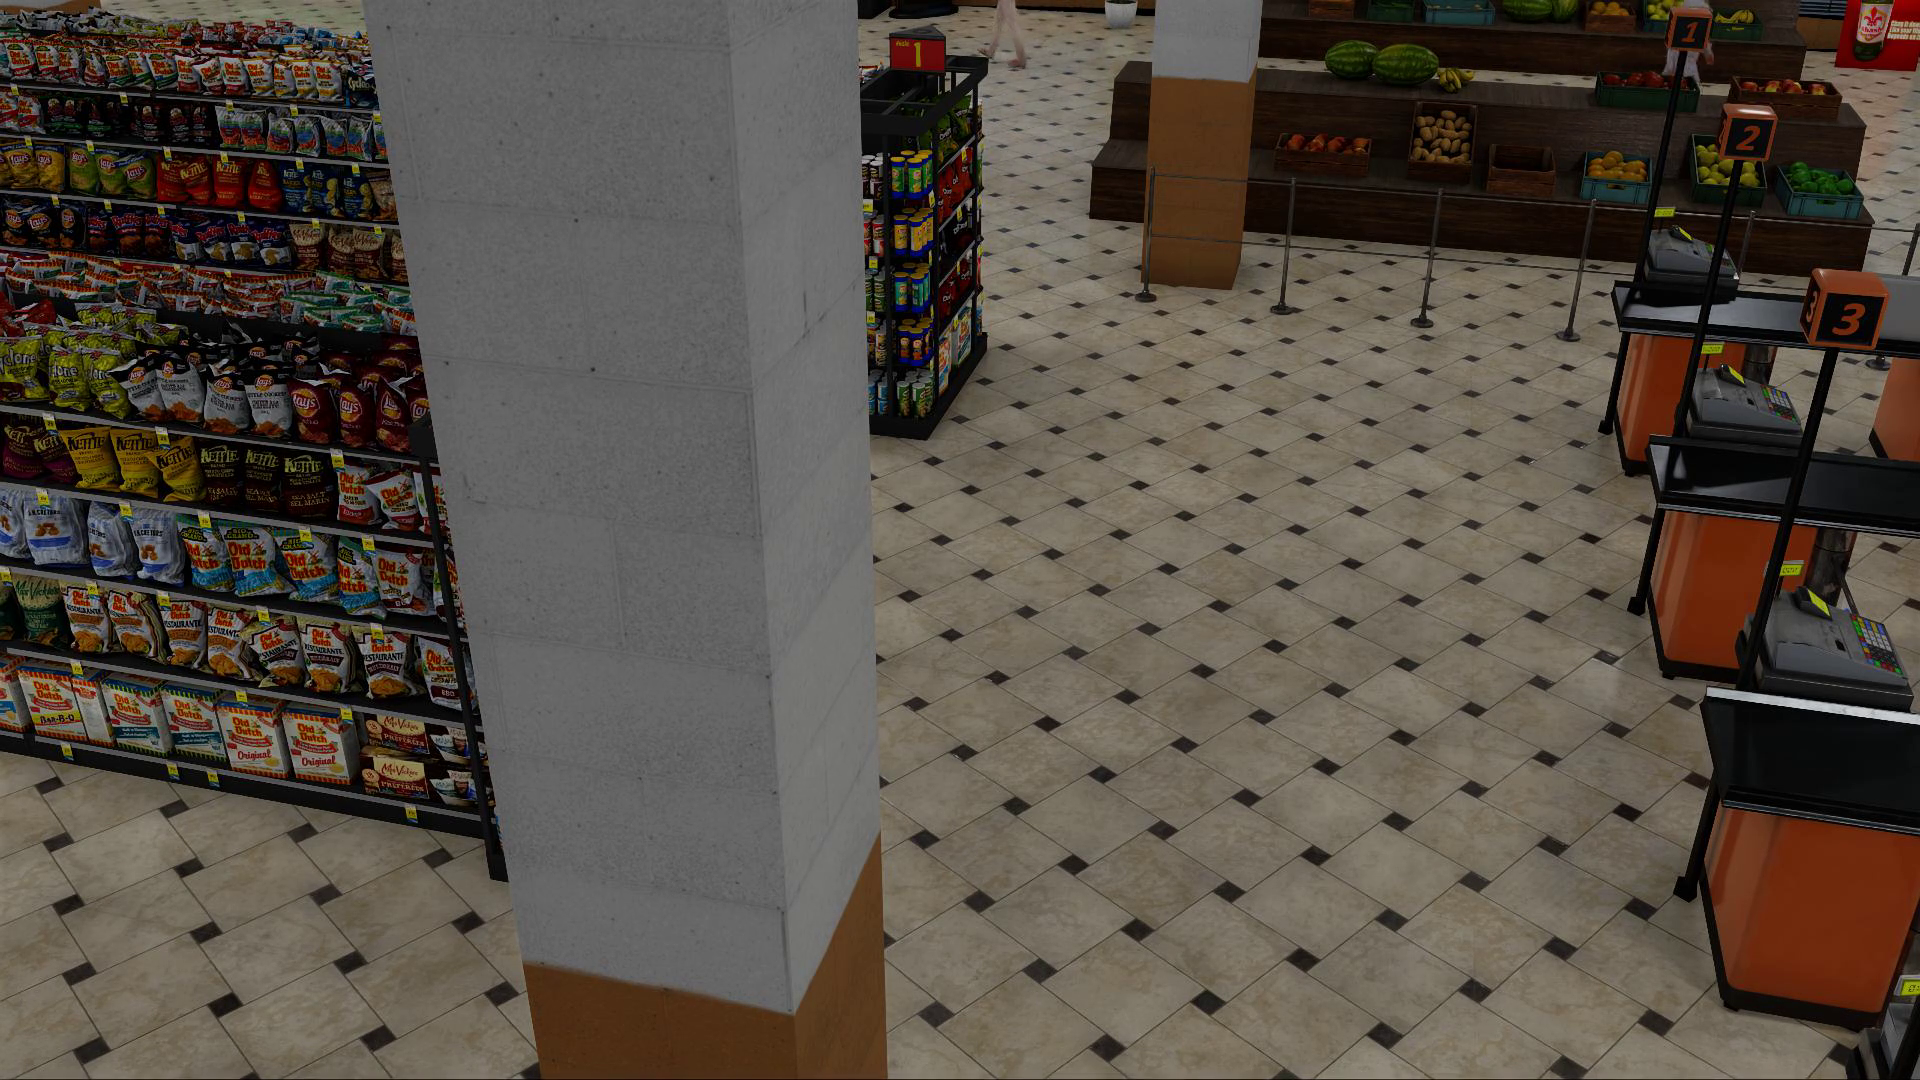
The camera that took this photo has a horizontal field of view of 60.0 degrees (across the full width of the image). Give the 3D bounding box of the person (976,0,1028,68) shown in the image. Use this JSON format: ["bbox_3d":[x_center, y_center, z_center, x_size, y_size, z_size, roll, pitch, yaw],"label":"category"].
[{"bbox_3d":[0.619,-6.153,18.612,1.047,1.698,0.808,18,33,29],"label":"person"}]

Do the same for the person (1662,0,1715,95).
[{"bbox_3d":[6.712,-4.534,15.641,1.067,1.702,0.766,12,31,20],"label":"person"}]
